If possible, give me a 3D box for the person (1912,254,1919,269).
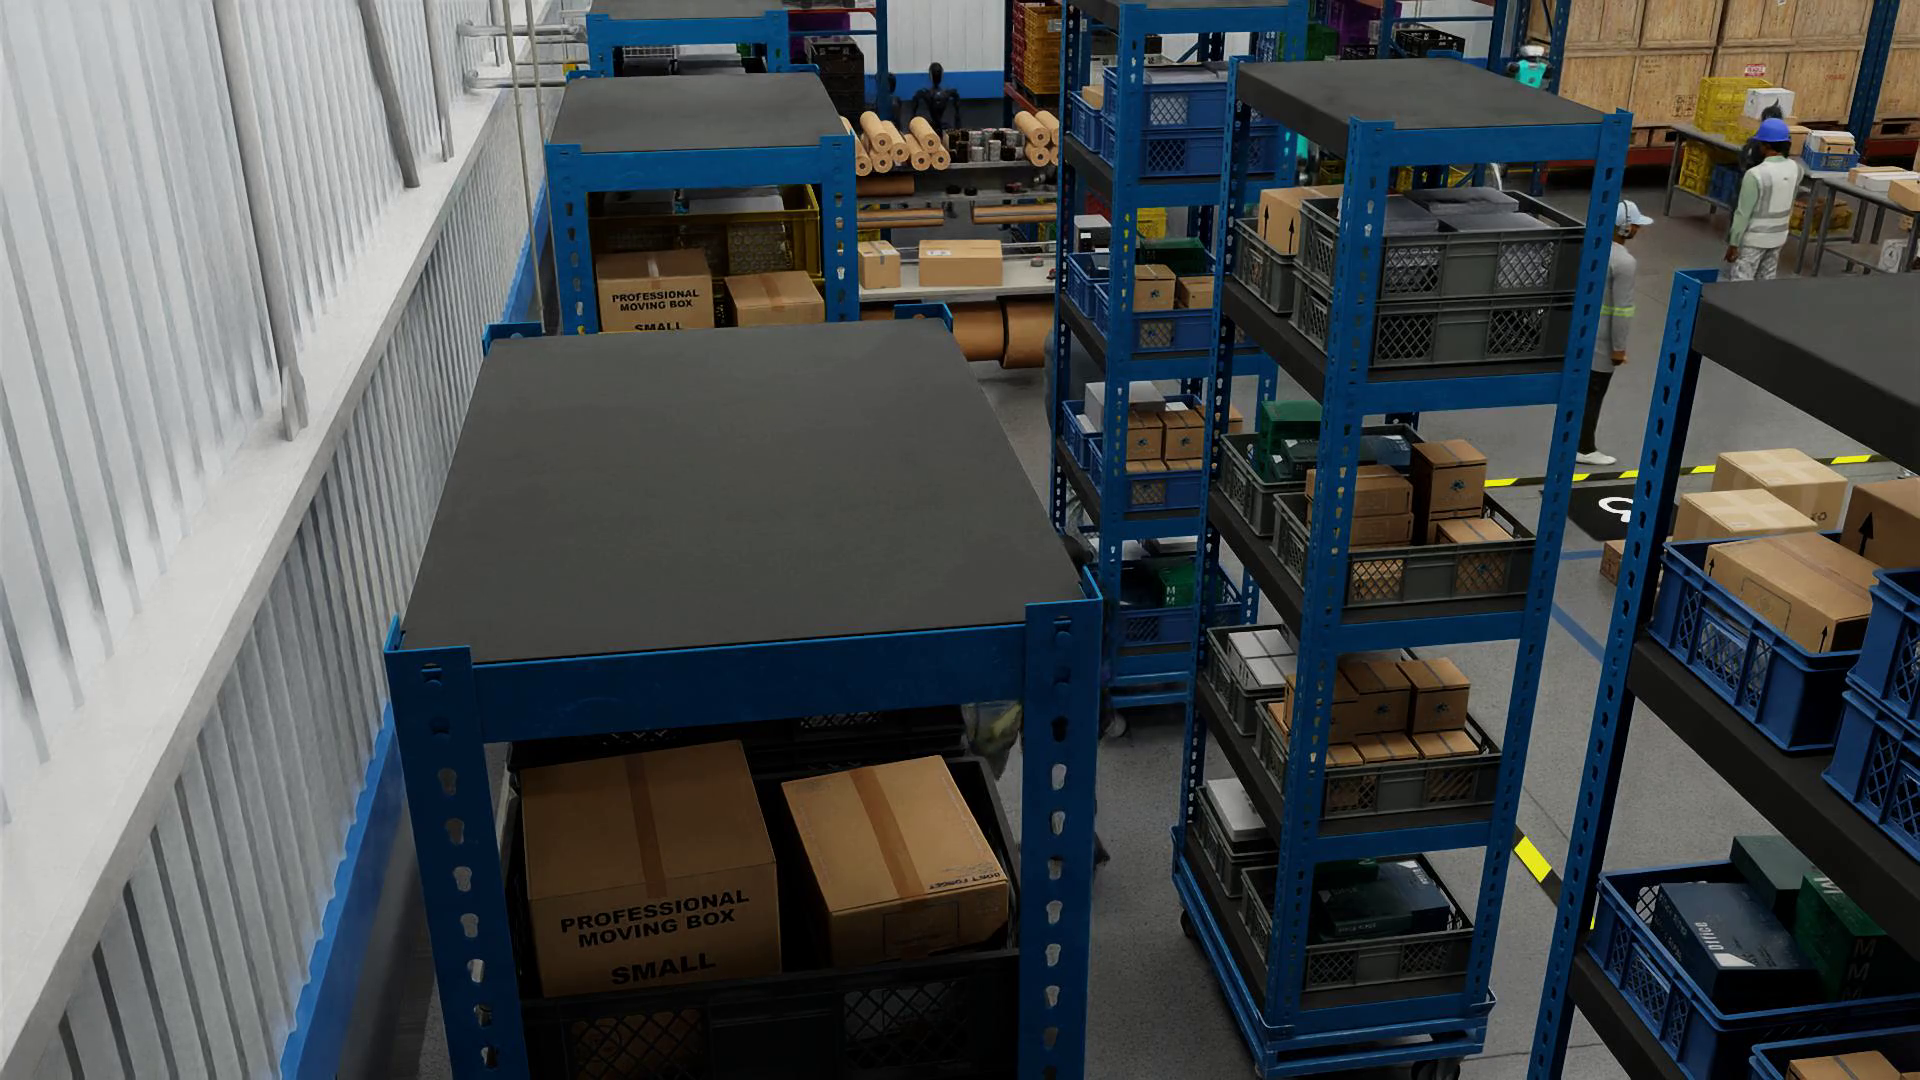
[{"bbox_3d":[7.872,-2.239,13.233,0.355,1.883,0.574,-7,26,-16],"label":"person"}]

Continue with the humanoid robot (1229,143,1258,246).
[{"bbox_3d":[2.816,-3.591,16.406,0.531,1.744,0.966,-4,25,-9],"label":"humanoid robot"}]

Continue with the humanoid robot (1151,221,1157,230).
[{"bbox_3d":[2.015,-3.568,16.316,0.802,1.796,0.531,1,25,2],"label":"humanoid robot"}]

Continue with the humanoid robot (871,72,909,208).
[{"bbox_3d":[-0.785,-4.126,17.634,0.776,1.629,0.588,14,28,27],"label":"humanoid robot"}]

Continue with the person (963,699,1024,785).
[{"bbox_3d":[0.021,0.730,6.906,0.642,1.797,0.900,-4,25,-10],"label":"person"}]

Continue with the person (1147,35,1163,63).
[{"bbox_3d":[1.945,-4.435,17.826,0.377,2.038,0.605,14,28,27],"label":"person"}]

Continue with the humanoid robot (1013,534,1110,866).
[{"bbox_3d":[0.459,0.719,7.080,0.598,1.640,0.493,-20,31,-37],"label":"humanoid robot"}]

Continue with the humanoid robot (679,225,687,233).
[{"bbox_3d":[-2.365,-2.426,13.846,0.538,1.790,0.851,0,25,1],"label":"humanoid robot"}]

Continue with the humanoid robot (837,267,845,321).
[{"bbox_3d":[-0.898,-1.167,11.146,0.601,1.644,0.364,-18,30,-33],"label":"humanoid robot"}]

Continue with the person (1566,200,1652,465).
[{"bbox_3d":[4.461,-1.439,11.533,0.401,1.851,0.590,-5,25,-10],"label":"person"}]

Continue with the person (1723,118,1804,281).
[{"bbox_3d":[6.569,-2.489,13.715,0.607,1.940,0.413,-11,27,-22],"label":"person"}]

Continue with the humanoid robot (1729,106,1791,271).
[{"bbox_3d":[7.547,-3.243,15.700,0.605,1.664,0.450,-6,25,-14],"label":"humanoid robot"}]

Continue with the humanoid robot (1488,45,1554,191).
[{"bbox_3d":[6.197,-4.678,18.805,0.554,1.870,0.835,-3,25,-7],"label":"humanoid robot"}]

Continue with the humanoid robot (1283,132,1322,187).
[{"bbox_3d":[3.089,-3.323,15.614,0.532,1.681,0.737,6,25,14],"label":"humanoid robot"}]

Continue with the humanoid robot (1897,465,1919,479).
[{"bbox_3d":[6.430,-1.139,10.861,0.735,1.673,0.533,-12,27,-23],"label":"humanoid robot"}]

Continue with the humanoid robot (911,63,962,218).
[{"bbox_3d":[-0.253,-4.315,17.982,0.611,1.649,0.314,-6,25,-14],"label":"humanoid robot"}]

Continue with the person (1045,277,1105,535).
[{"bbox_3d":[0.794,-0.618,9.645,0.628,1.939,0.372,9,26,18],"label":"person"}]
